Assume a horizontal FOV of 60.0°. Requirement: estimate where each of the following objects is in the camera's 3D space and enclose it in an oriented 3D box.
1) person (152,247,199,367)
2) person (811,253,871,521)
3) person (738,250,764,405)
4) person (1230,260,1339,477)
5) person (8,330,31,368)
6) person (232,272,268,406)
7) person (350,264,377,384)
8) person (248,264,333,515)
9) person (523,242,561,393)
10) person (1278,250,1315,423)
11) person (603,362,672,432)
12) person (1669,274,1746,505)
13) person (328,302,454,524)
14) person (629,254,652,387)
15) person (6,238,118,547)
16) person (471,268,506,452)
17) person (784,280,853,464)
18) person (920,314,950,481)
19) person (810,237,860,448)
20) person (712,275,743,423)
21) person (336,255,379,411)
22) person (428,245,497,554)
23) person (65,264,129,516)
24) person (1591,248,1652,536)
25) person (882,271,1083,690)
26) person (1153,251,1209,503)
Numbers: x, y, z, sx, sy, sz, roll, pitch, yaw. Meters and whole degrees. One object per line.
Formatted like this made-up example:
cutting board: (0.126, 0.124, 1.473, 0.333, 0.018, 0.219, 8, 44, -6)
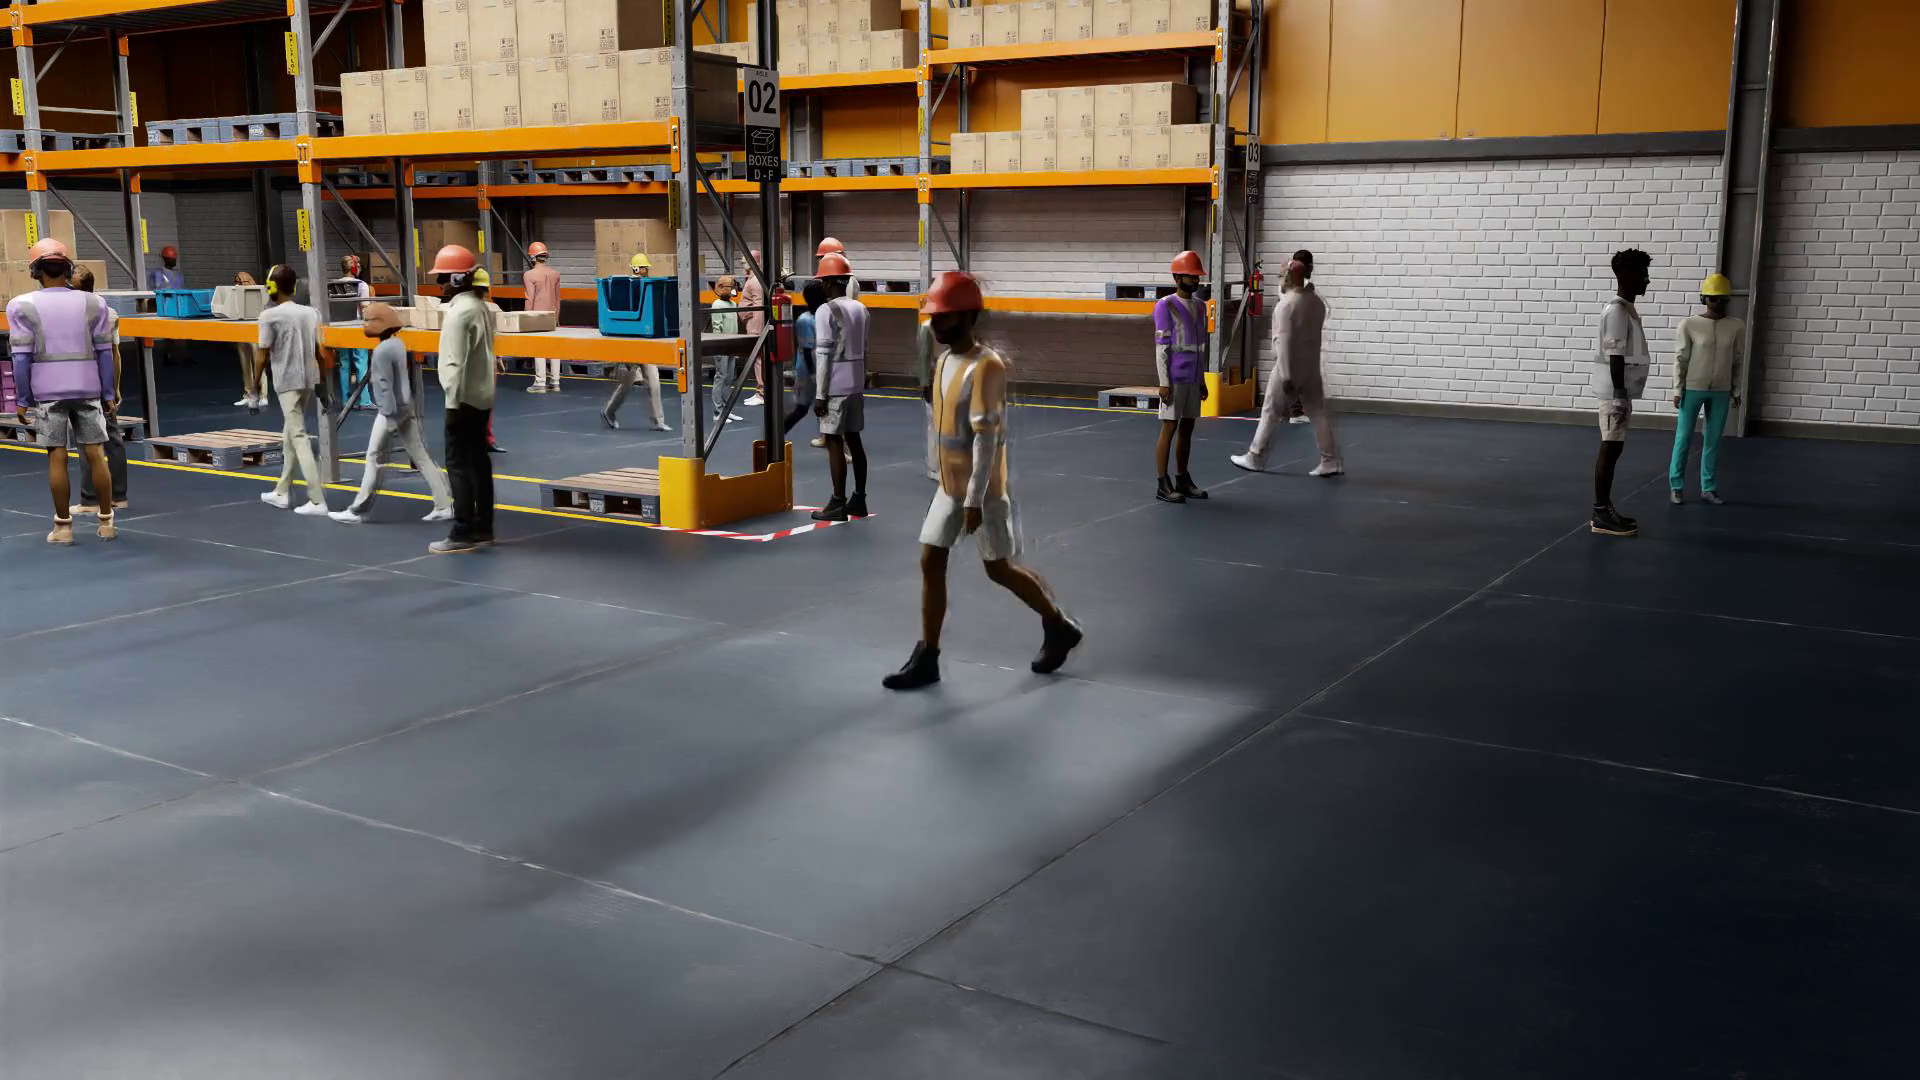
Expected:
person: (-12.496, -3.718, 26.599, 0.889, 1.902, 0.566, 3, 11, 17)
person: (-0.886, -1.102, 12.055, 0.386, 1.932, 0.545, 6, 12, 31)
person: (-2.524, -2.602, 20.446, 0.402, 1.901, 0.638, -1, 10, -3)
person: (2.866, -1.473, 14.321, 0.644, 1.852, 1.020, -9, 13, -39)
person: (-14.754, -3.648, 26.194, 0.606, 1.909, 0.552, 1, 10, 5)
person: (-8.702, -2.450, 20.336, 0.507, 1.633, 0.278, 4, 11, 22)
person: (-8.480, -3.049, 23.485, 0.536, 1.696, 0.318, -1, 10, -6)
person: (-5.031, -1.102, 12.289, 0.845, 1.838, 0.562, 5, 11, 24)
person: (-5.572, -2.957, 22.142, 0.381, 1.993, 0.622, 6, 12, 31)
person: (3.725, -2.256, 18.475, 0.370, 1.915, 0.597, -4, 11, -23)
person: (-3.474, -1.956, 17.694, 0.836, 1.601, 0.519, 6, 12, 30)
person: (5.724, -1.143, 12.725, 0.526, 1.768, 0.331, 0, 10, 1)
person: (-4.060, -0.896, 11.867, 0.835, 1.588, 0.521, 0, 10, 2)
person: (-4.396, -3.026, 22.972, 0.404, 1.832, 0.598, 1, 10, 3)
person: (-5.950, -0.974, 11.049, 0.609, 2.033, 0.406, -8, 13, -38)
person: (-4.524, -1.679, 15.711, 0.333, 1.763, 0.527, 8, 13, 36)
person: (-1.364, -1.519, 15.061, 0.809, 1.671, 0.527, 5, 11, 24)
person: (-0.142, -1.297, 13.960, 0.378, 1.631, 0.531, 9, 14, 41)
person: (-1.250, -1.916, 16.241, 0.371, 2.044, 0.608, 8, 13, 37)
person: (-2.599, -2.122, 18.517, 0.267, 1.631, 0.507, 3, 11, 17)
person: (-7.213, -2.444, 19.722, 0.570, 1.840, 0.372, 3, 11, 19)
person: (-3.229, -0.908, 10.807, 0.423, 1.991, 0.627, 0, 10, 2)
person: (-6.409, -1.095, 12.242, 0.345, 1.847, 0.508, 5, 11, 24)
person: (4.572, -1.025, 11.517, 0.367, 1.966, 0.606, 4, 11, 22)
person: (0.117, -0.276, 7.576, 0.949, 1.898, 0.552, -6, 12, -29)
person: (1.738, -1.263, 12.915, 0.544, 1.939, 0.354, -10, 14, -43)
